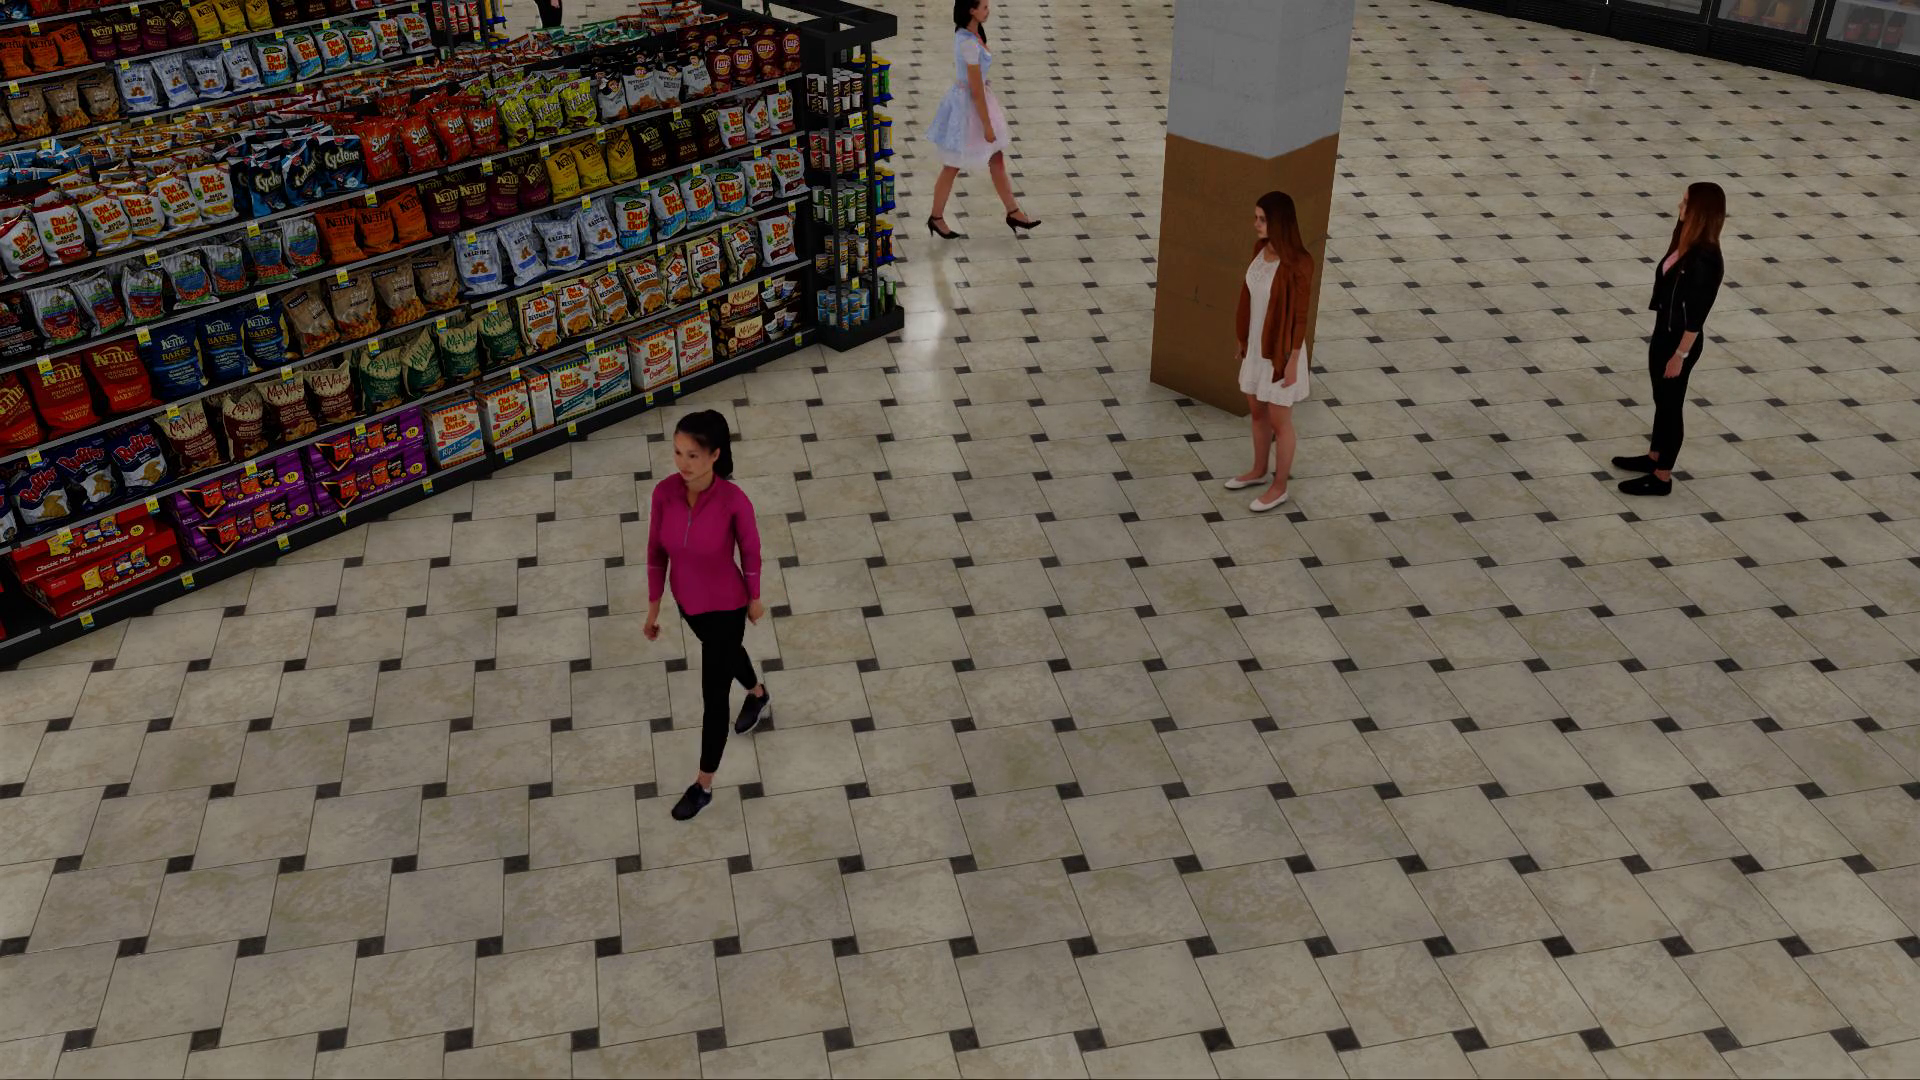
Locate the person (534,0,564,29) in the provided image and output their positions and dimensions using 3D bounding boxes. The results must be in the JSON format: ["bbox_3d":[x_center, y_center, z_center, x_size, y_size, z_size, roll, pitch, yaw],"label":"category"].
[{"bbox_3d":[-3.734,-4.971,15.059,0.709,1.639,0.697,-12,34,-18],"label":"person"}]

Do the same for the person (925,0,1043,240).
[{"bbox_3d":[-0.036,-2.917,11.626,1.129,1.778,1.084,1,32,1],"label":"person"}]

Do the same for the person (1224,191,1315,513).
[{"bbox_3d":[1.631,-0.987,8.586,0.641,1.712,0.670,-17,36,-25],"label":"person"}]

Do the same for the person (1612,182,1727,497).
[{"bbox_3d":[3.754,-1.039,8.673,0.756,1.708,0.647,7,33,11],"label":"person"}]

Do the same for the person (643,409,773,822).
[{"bbox_3d":[-0.963,0.215,6.708,0.891,1.655,1.210,12,34,19],"label":"person"}]
